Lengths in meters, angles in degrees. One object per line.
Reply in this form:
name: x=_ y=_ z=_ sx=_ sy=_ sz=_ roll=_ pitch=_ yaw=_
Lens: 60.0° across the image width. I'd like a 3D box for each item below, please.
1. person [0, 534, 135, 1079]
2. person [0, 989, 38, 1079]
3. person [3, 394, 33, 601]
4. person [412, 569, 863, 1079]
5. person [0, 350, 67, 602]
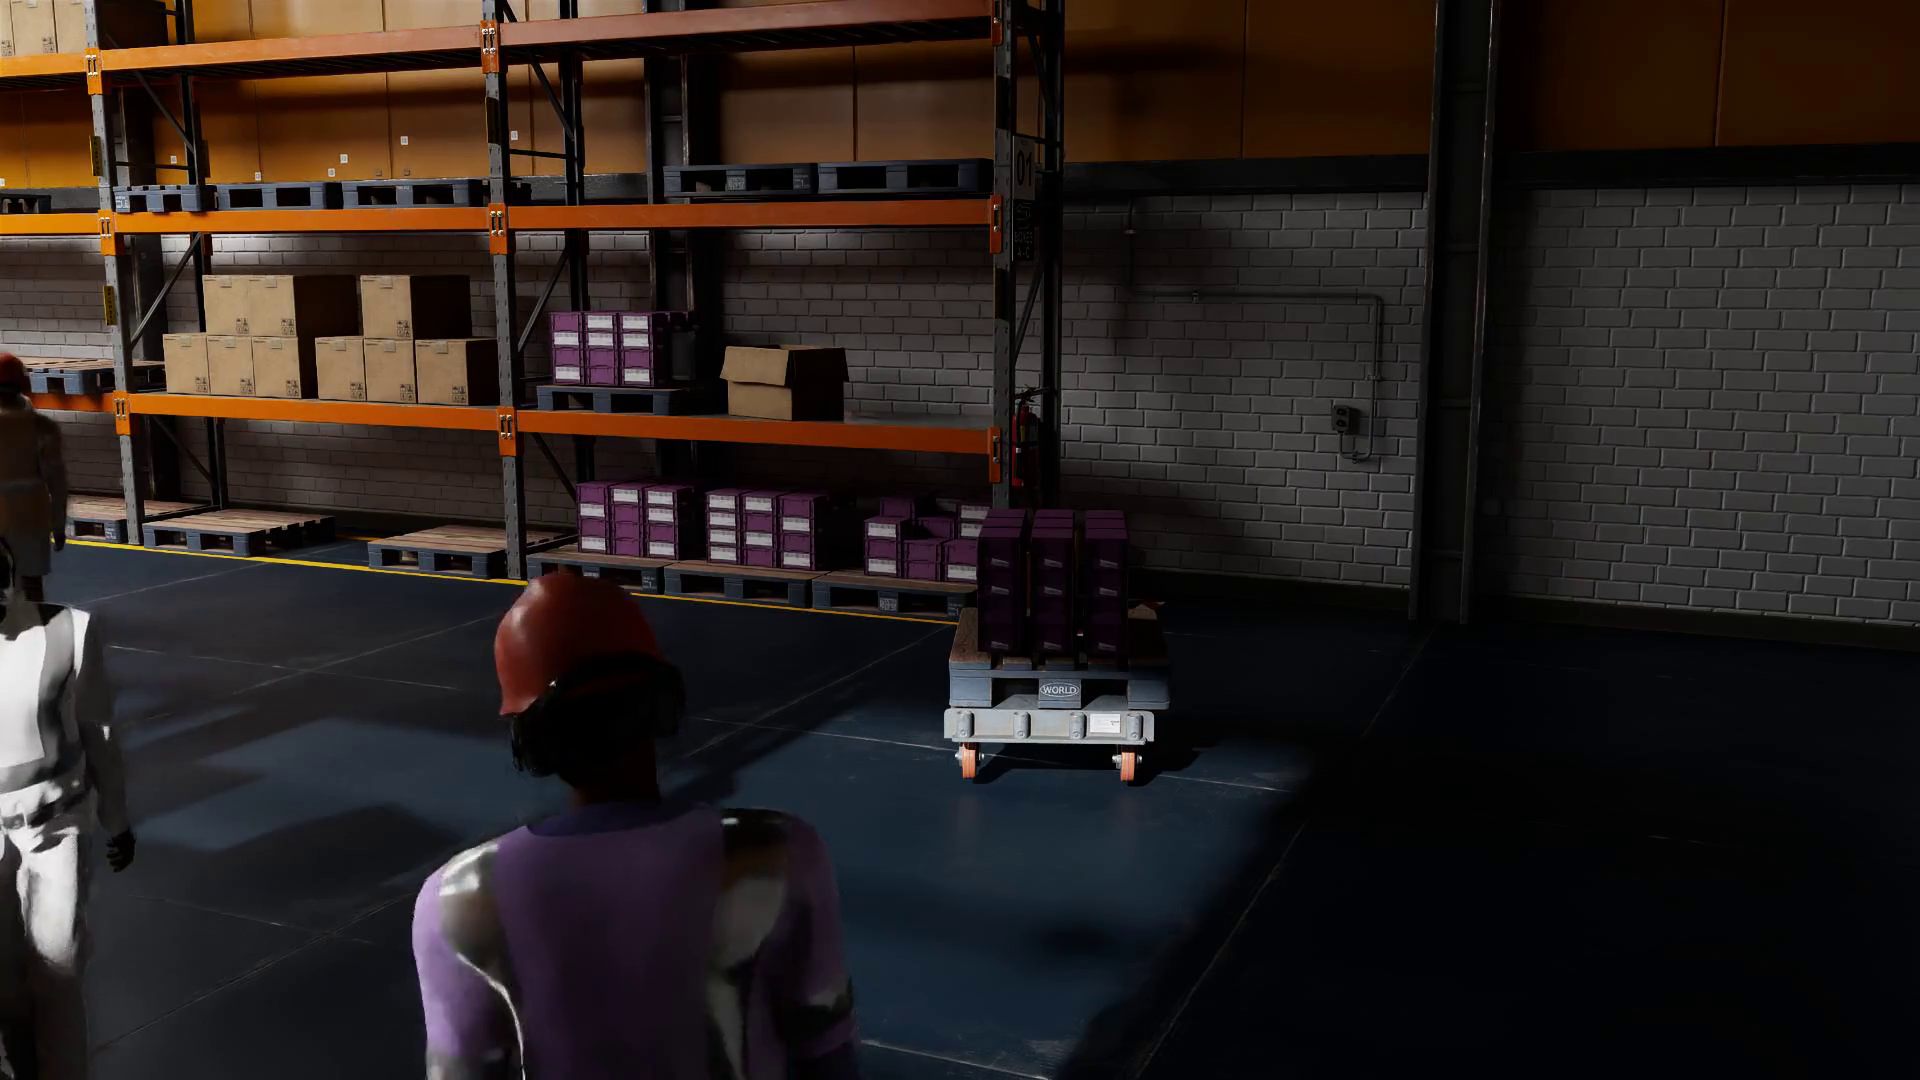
person: x=-2.515 y=0.801 z=4.353 sx=0.600 sy=1.817 sz=0.944 roll=-4 pitch=10 yaw=-21
person: x=-2.727 y=0.845 z=4.651 sx=0.546 sy=1.623 sz=0.362 roll=-8 pitch=13 yaw=-41
person: x=-6.403 y=-0.338 z=11.005 sx=0.574 sy=1.870 sz=0.431 roll=-7 pitch=12 yaw=-35
person: x=-0.457 y=1.048 z=2.379 sx=0.640 sy=1.988 sz=1.014 roll=0 pitch=9 yaw=2
person: x=-5.388 y=-0.112 z=9.481 sx=0.561 sy=1.928 sz=0.464 roll=-9 pitch=13 yaw=-42
